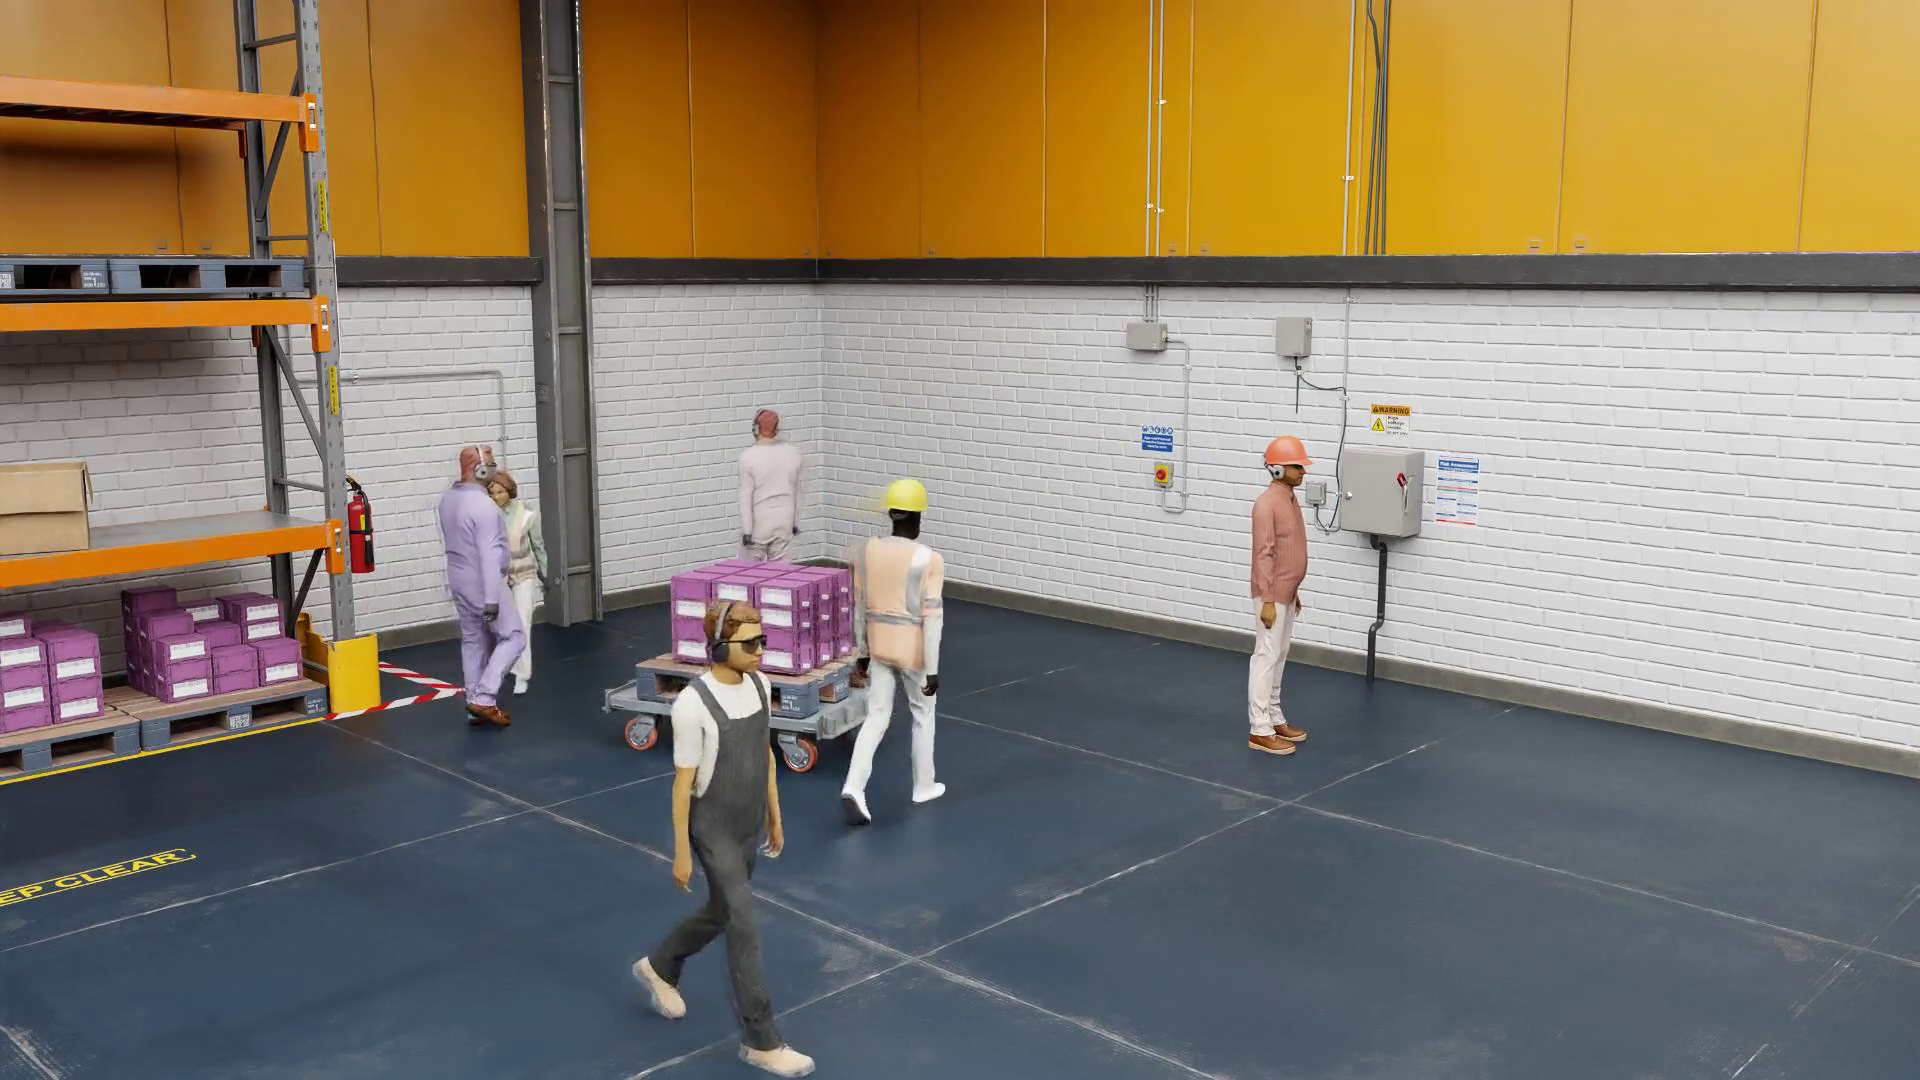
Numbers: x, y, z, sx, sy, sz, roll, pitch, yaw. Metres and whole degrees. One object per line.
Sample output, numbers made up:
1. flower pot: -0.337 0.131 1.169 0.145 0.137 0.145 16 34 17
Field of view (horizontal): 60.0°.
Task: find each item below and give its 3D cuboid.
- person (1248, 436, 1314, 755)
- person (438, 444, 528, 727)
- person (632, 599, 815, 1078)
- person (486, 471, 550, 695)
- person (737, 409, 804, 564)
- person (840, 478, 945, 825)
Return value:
1. person: 2.021 0.334 10.517 0.379 1.996 0.609 5 10 26
2. person: -3.152 0.309 10.982 0.655 1.891 0.437 9 13 44
3. person: -0.956 1.099 6.414 0.907 1.816 0.524 6 11 31
4. person: -3.284 0.268 12.135 0.558 1.596 0.809 -2 9 -10
5. person: -1.582 -0.140 13.739 0.647 1.892 0.447 -7 11 -35
6. person: -0.363 0.604 9.161 0.593 1.896 0.887 5 11 28
